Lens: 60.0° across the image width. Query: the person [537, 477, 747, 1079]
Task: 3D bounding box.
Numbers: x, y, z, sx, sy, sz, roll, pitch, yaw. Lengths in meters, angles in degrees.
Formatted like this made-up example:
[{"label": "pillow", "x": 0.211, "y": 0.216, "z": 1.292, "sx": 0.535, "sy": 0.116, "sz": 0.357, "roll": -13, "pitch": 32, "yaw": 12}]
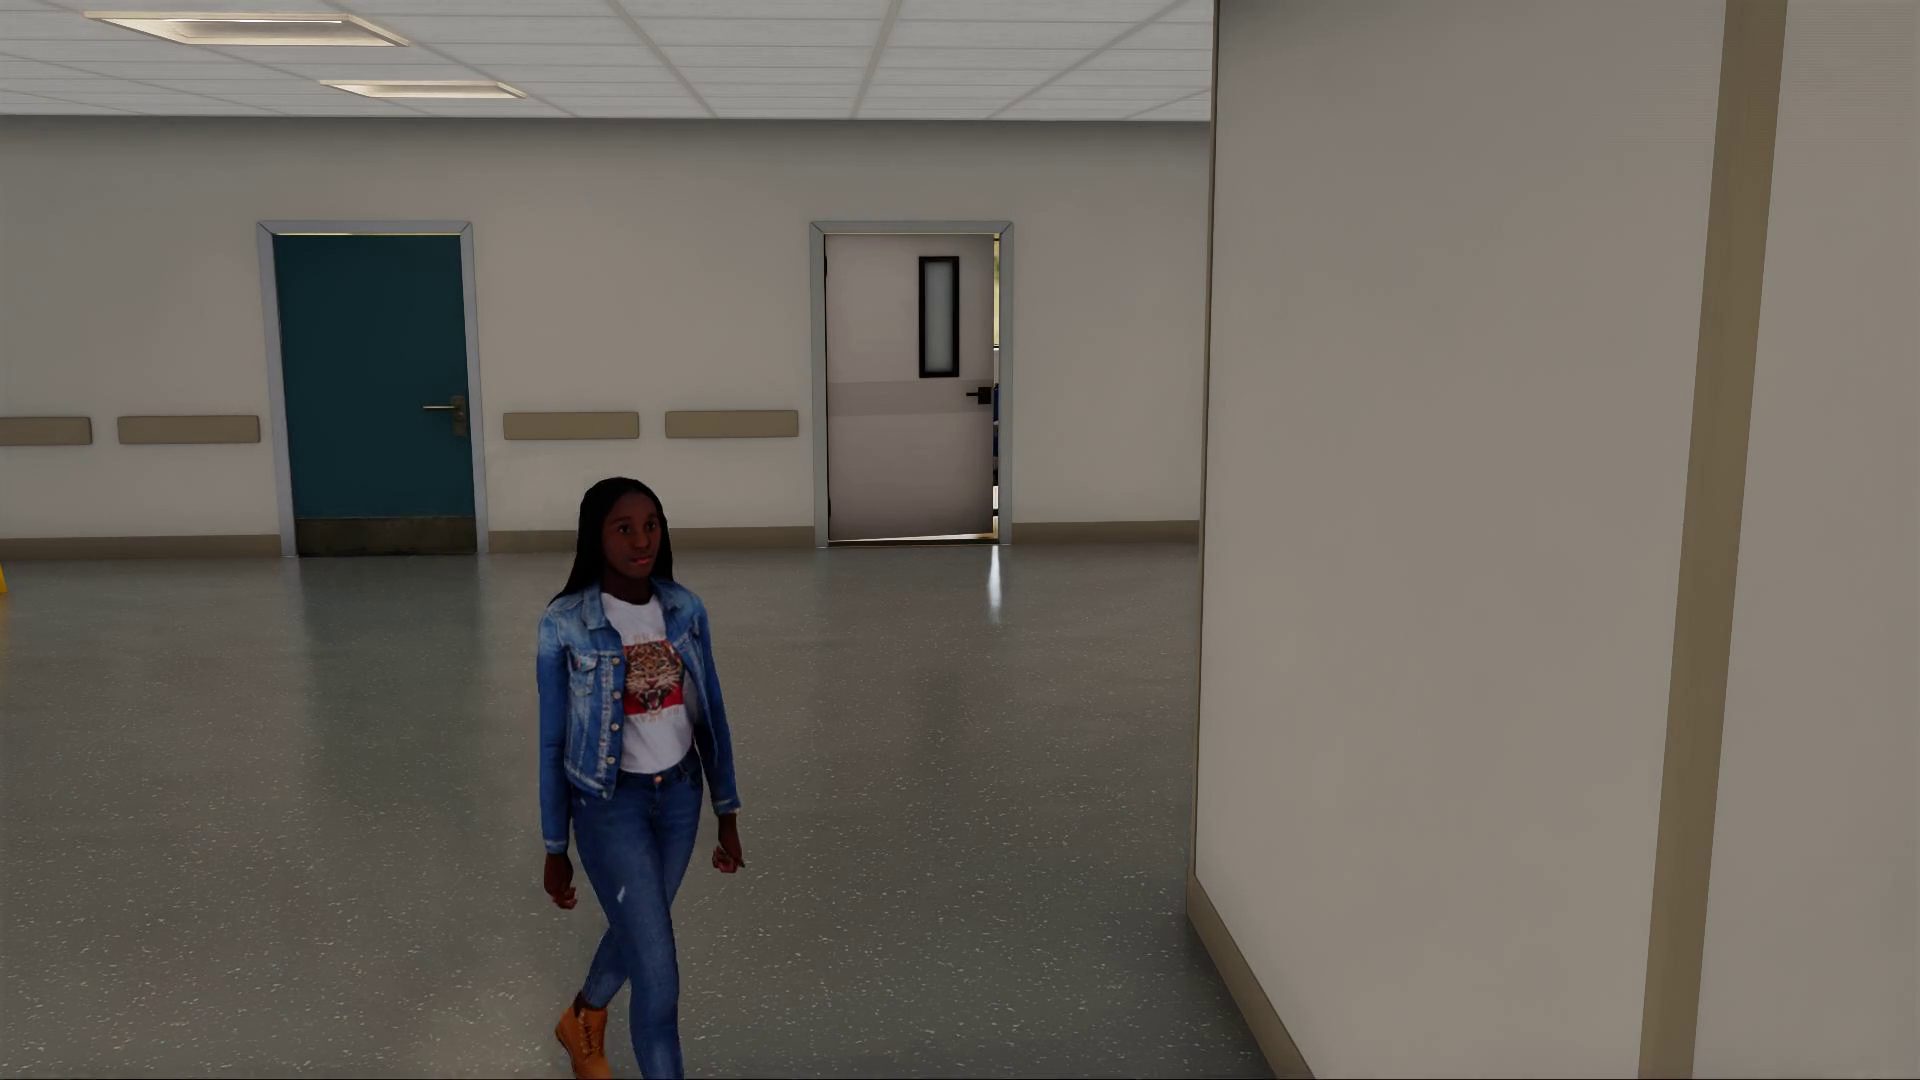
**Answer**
[{"label": "person", "x": -0.831, "y": 0.699, "z": 4.066, "sx": 1.180, "sy": 1.671, "sz": 1.128, "roll": -9, "pitch": 14, "yaw": -39}]
